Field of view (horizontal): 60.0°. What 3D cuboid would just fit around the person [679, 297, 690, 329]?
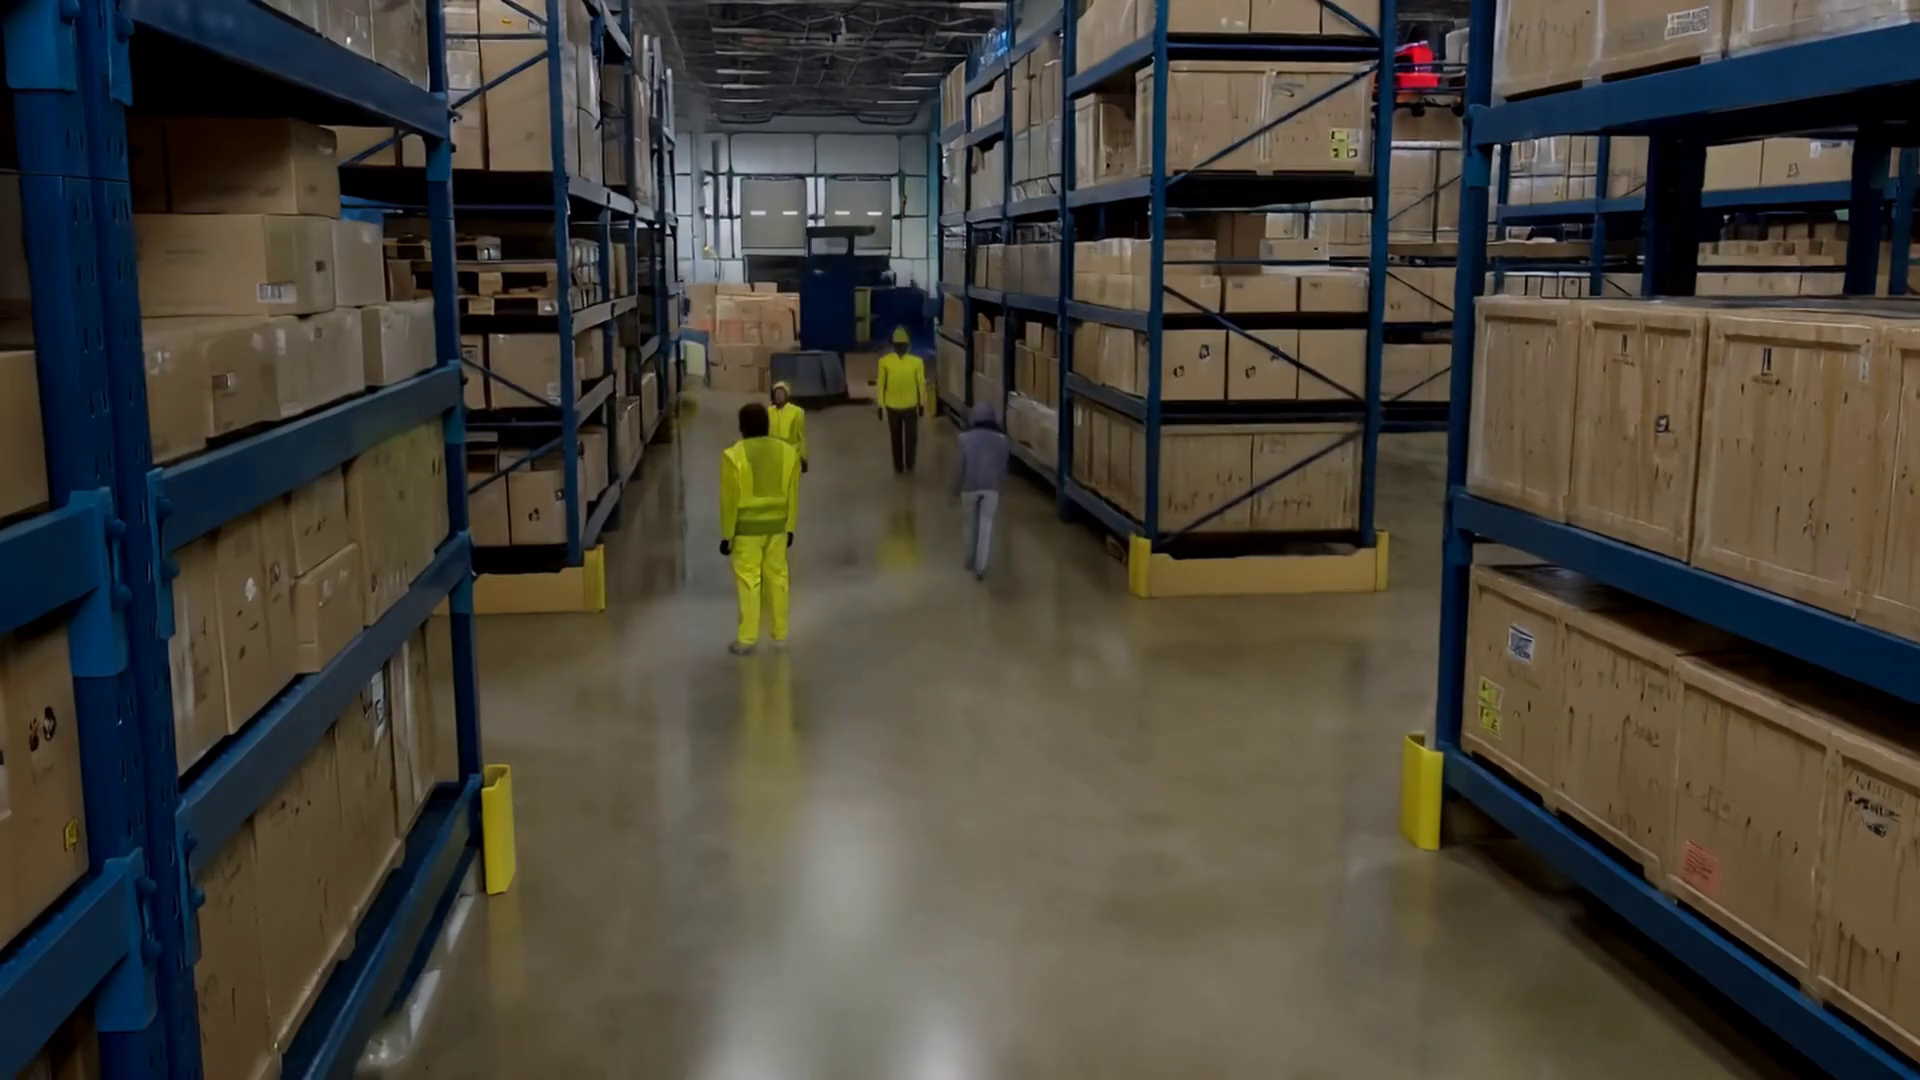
[{"bbox_3d":[-6.403,-4.761,39.158,0.802,1.889,0.614,-4,11,-23],"label":"person"}]

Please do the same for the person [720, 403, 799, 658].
[{"bbox_3d":[-1.466,-0.069,11.991,0.623,1.844,0.429,-7,12,-36],"label":"person"}]

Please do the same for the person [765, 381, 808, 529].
[{"bbox_3d":[-1.802,-0.825,17.019,0.526,1.620,0.554,1,10,7],"label":"person"}]

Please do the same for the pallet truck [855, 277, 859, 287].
[{"bbox_3d":[-3.782,-9.391,65.808,1.885,1.965,0.823,2,10,10],"label":"pallet truck"}]

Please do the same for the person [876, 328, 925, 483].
[{"bbox_3d":[-0.752,-1.703,21.129,0.641,1.960,0.823,-1,10,-5],"label":"person"}]

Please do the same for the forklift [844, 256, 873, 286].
[{"bbox_3d":[-3.422,-8.176,56.164,1.129,2.768,1.873,-7,12,-35],"label":"forklift"}]

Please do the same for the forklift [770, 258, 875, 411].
[{"bbox_3d":[-2.619,-3.892,31.224,1.129,2.768,1.873,6,12,33],"label":"forklift"}]

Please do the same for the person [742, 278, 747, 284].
[{"bbox_3d":[-8.878,-9.781,68.282,0.496,1.924,0.569,3,10,15],"label":"person"}]

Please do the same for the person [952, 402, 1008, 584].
[{"bbox_3d":[0.177,-0.436,14.846,0.496,1.580,0.862,0,10,-1],"label":"person"}]

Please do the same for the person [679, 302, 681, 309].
[{"bbox_3d":[-9.676,-7.815,56.916,0.911,1.903,0.655,-5,11,-25],"label":"person"}]
